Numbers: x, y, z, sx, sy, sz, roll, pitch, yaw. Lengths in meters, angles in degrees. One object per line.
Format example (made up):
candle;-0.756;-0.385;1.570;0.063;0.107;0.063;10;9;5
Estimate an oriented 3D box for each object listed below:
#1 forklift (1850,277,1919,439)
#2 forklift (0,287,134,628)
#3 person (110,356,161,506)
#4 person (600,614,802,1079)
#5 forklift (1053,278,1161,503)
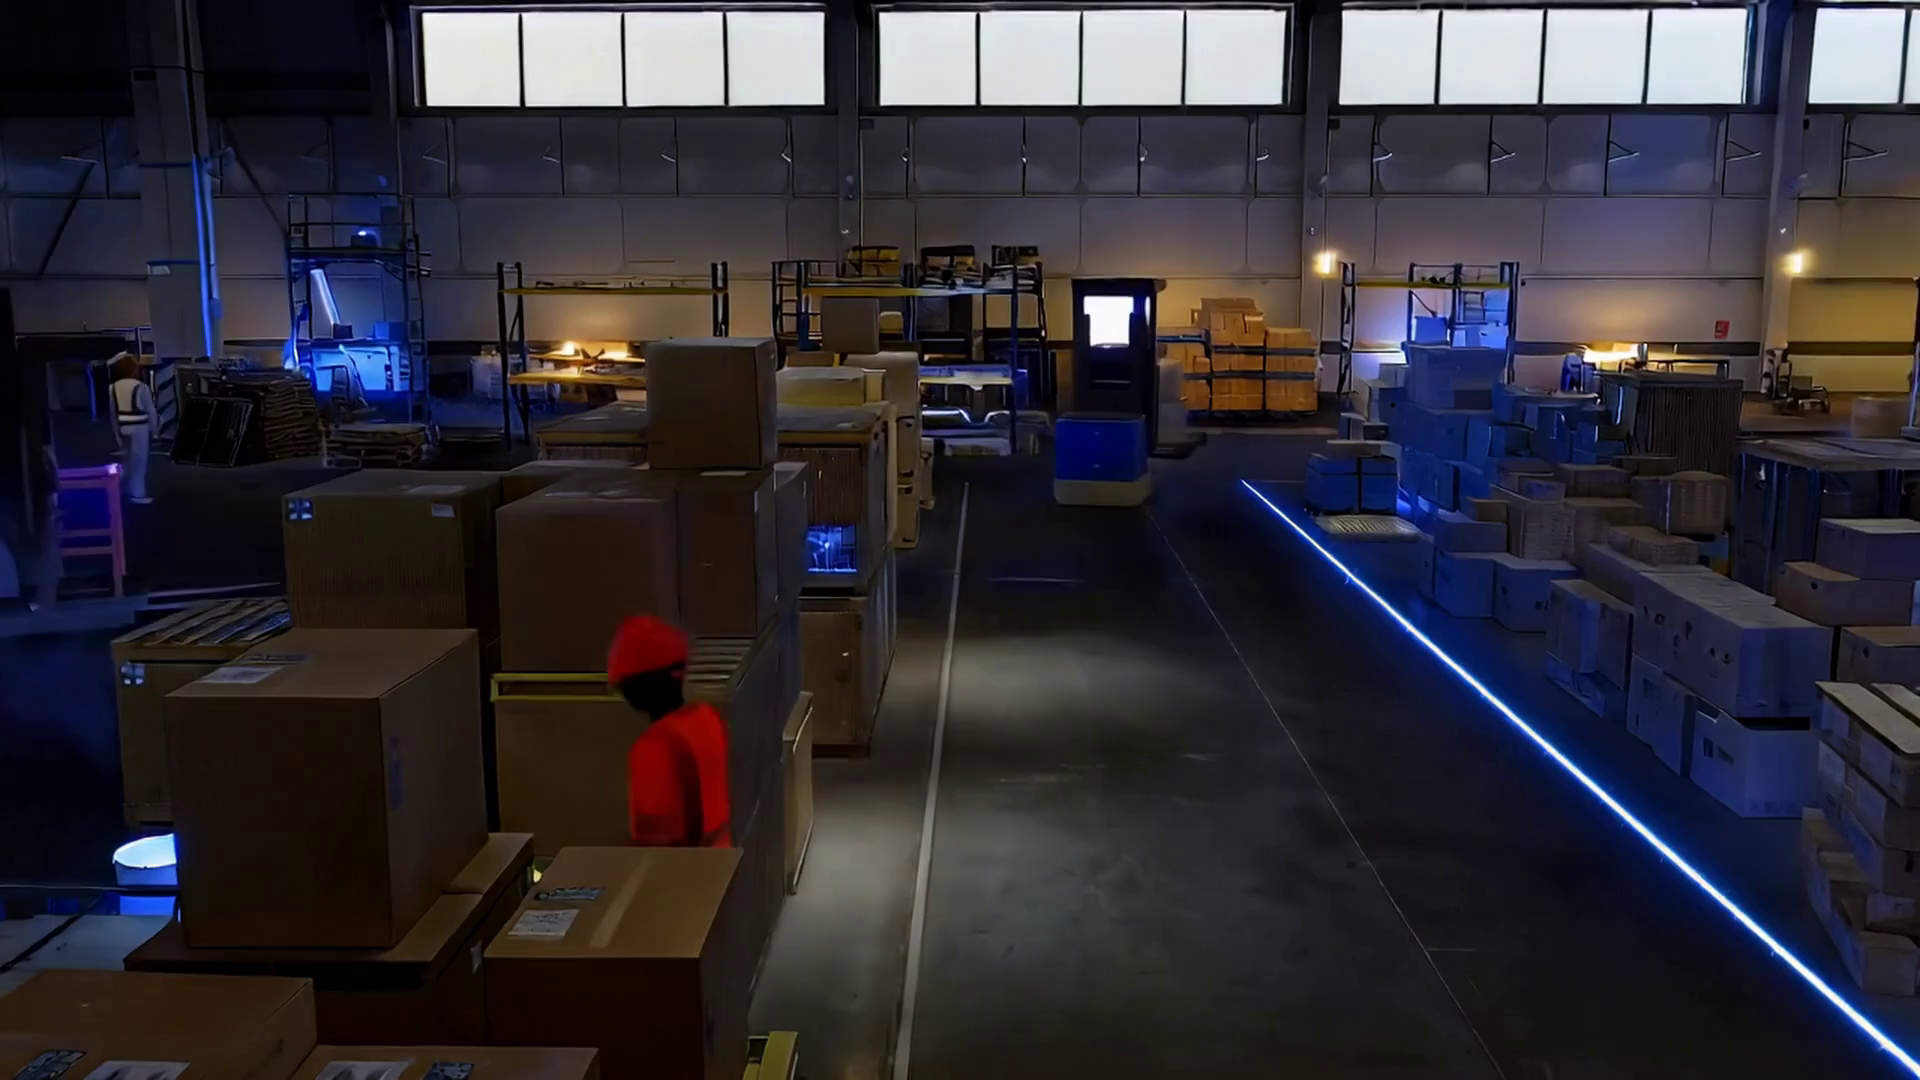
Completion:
forklift;14.174;-2.425;24.162;1.873;2.768;1.129;0;9;1
forklift;-7.992;-0.693;13.784;1.873;2.768;1.129;-4;10;-24
person;-10.295;-1.363;20.803;0.572;1.869;0.406;3;10;20
person;-0.845;1.173;5.557;0.904;1.899;0.547;2;10;9
forklift;1.919;-1.970;21.435;1.129;2.768;1.873;3;10;16
